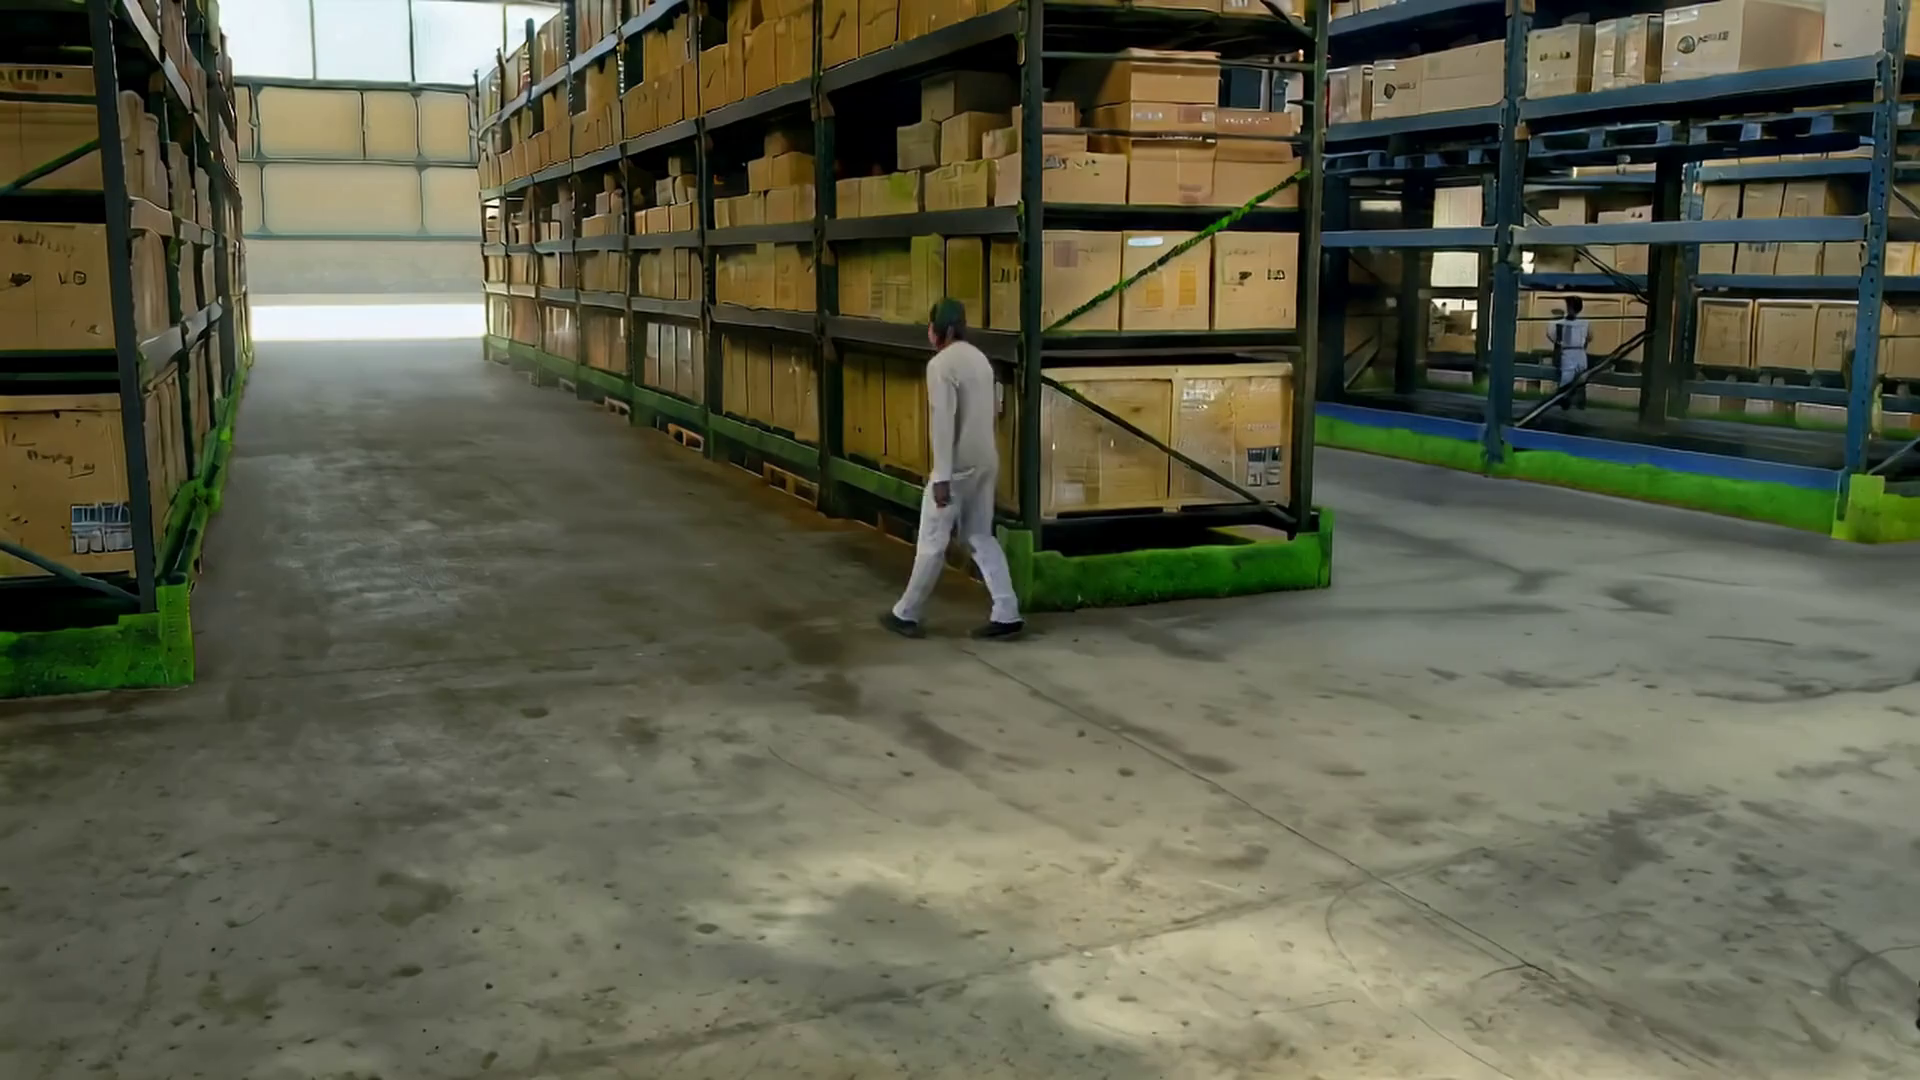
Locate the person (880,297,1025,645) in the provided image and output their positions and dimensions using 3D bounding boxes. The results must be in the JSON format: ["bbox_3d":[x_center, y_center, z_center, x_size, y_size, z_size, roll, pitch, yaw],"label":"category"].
[{"bbox_3d":[-0.020,-0.373,9.090,0.877,1.878,0.714,4,10,24],"label":"person"}]

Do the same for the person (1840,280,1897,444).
[{"bbox_3d":[9.742,-1.860,17.963,0.399,1.900,0.636,-2,10,-13],"label":"person"}]

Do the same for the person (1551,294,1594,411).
[{"bbox_3d":[7.309,-2.087,19.900,0.541,1.696,0.315,-4,10,-23],"label":"person"}]
